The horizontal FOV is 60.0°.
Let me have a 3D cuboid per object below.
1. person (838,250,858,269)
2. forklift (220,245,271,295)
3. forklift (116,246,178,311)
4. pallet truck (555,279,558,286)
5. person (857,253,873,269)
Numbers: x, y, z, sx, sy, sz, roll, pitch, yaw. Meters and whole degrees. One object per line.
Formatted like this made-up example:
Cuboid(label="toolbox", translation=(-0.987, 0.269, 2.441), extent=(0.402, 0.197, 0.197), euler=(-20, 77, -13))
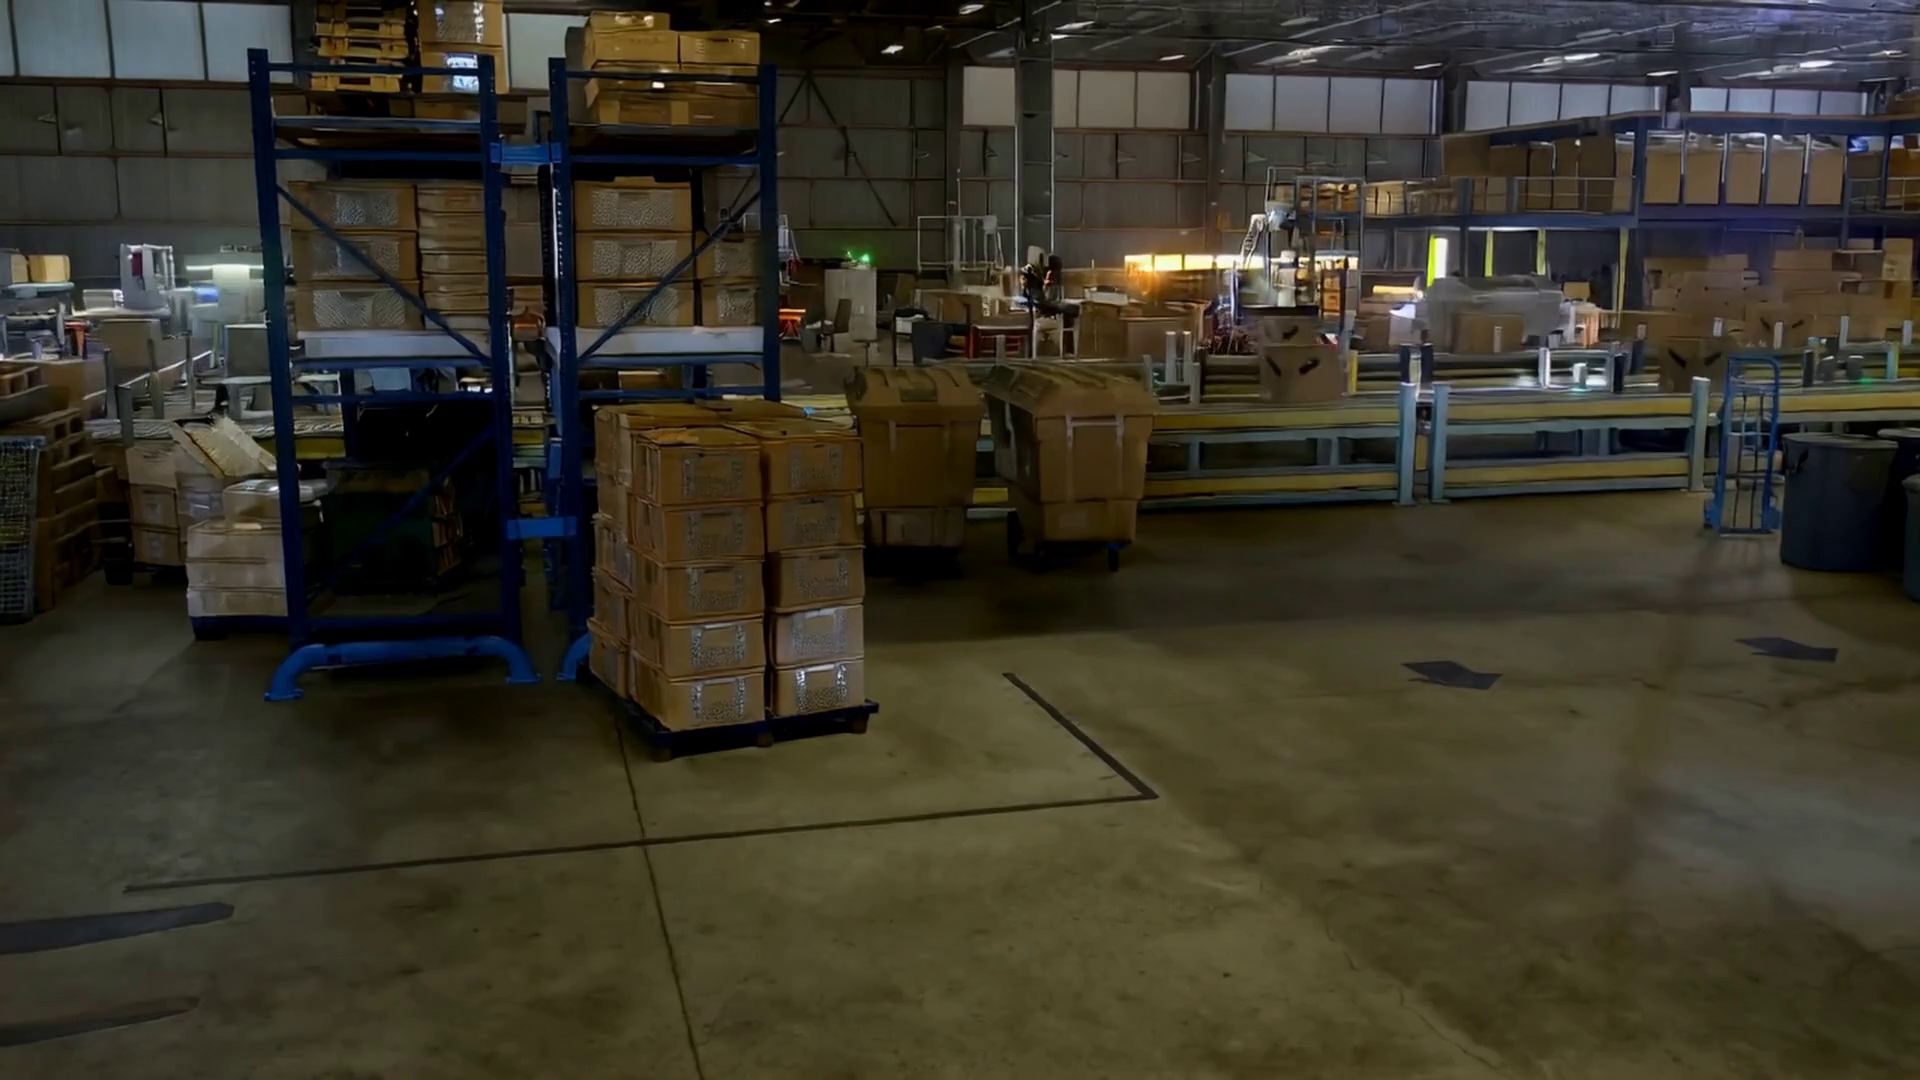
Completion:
Cuboid(label="person", translation=(-3.236, -7.336, 47.934), extent=(0.619, 2.020, 0.759), euler=(-4, 11, -21))
Cuboid(label="forklift", translation=(-17.749, -6.334, 41.440), extent=(1.157, 1.987, 2.680), euler=(-3, 10, -17))
Cuboid(label="forklift", translation=(-19.966, -6.232, 40.894), extent=(1.157, 1.987, 2.680), euler=(-3, 10, -15))
Cuboid(label="pallet truck", translation=(-10.604, -6.375, 44.520), extent=(0.653, 1.274, 1.630), euler=(-3, 10, -15))
Cuboid(label="person", translation=(-2.900, -7.795, 50.847), extent=(0.652, 1.906, 0.409), euler=(5, 11, 25))
